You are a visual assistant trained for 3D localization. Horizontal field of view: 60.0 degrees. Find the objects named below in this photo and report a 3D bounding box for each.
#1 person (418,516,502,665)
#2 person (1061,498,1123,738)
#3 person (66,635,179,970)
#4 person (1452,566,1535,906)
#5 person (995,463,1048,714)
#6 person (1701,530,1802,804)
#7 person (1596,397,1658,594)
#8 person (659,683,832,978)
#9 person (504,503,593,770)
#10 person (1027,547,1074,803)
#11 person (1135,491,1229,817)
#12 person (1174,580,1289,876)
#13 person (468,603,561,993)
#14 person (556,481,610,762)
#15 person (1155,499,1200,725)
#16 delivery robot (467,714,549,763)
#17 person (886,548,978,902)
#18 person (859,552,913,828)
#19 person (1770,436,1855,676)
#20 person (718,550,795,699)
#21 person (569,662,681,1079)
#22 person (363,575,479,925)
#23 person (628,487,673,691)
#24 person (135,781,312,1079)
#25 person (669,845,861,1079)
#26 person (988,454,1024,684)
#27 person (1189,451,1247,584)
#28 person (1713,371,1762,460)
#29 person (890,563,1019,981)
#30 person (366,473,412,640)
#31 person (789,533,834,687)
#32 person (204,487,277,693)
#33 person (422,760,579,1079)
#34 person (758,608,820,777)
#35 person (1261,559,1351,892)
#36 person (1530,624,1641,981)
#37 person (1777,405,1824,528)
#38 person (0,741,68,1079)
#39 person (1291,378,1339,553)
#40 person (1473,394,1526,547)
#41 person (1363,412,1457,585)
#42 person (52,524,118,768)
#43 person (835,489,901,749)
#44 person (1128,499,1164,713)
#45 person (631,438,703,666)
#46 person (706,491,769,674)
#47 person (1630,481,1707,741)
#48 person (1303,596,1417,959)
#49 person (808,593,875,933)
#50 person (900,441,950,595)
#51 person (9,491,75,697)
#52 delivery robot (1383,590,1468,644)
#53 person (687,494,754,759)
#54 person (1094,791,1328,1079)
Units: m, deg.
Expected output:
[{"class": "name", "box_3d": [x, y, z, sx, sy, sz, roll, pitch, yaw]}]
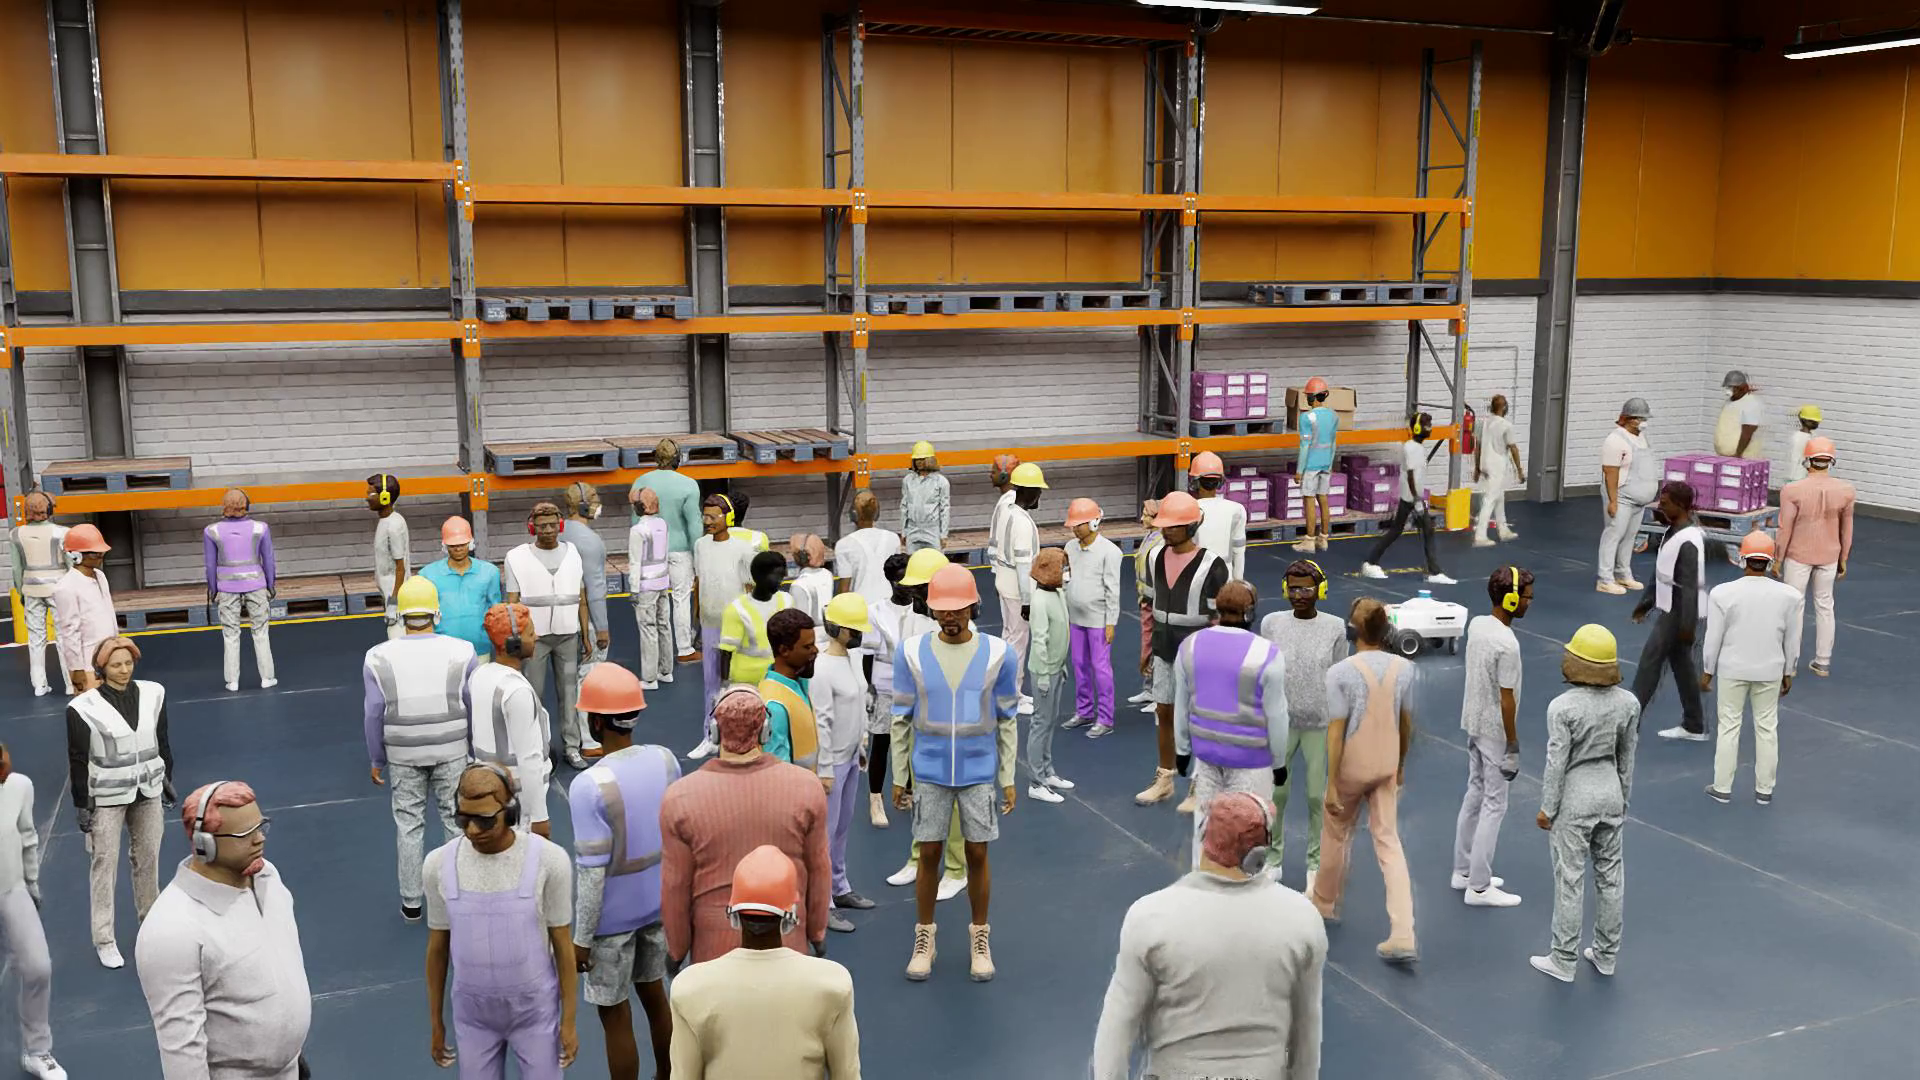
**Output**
[{"class": "person", "box_3d": [-3.345, 0.704, 11.181, 0.561, 1.752, 0.327, -4, 11, -23]}, {"class": "person", "box_3d": [0.924, 0.554, 12.102, 0.354, 1.737, 0.573, -8, 13, -39]}, {"class": "person", "box_3d": [-4.131, 1.274, 8.233, 0.310, 1.638, 0.523, 6, 12, 32]}, {"class": "person", "box_3d": [2.871, 1.049, 8.922, 0.344, 1.856, 0.525, -1, 10, -7]}, {"class": "person", "box_3d": [0.470, 0.368, 12.650, 0.397, 1.920, 0.587, -1, 10, -8]}, {"class": "person", "box_3d": [5.012, 0.809, 10.576, 0.562, 1.752, 0.327, 2, 10, 11]}, {"class": "person", "box_3d": [6.887, -0.466, 17.100, 0.684, 2.000, 0.536, -9, 13, -42]}, {"class": "person", "box_3d": [-0.803, 1.478, 6.283, 0.636, 1.911, 0.404, -2, 10, -13]}, {"class": "person", "box_3d": [-2.763, 0.655, 11.198, 0.565, 1.846, 0.389, -6, 11, -30]}, {"class": "person", "box_3d": [0.582, 0.850, 10.691, 0.285, 1.633, 0.497, 3, 10, 17]}, {"class": "person", "box_3d": [1.362, 0.705, 10.352, 0.612, 2.039, 0.392, 9, 14, 43]}, {"class": "person", "box_3d": [1.412, 1.110, 8.637, 0.638, 1.829, 0.429, 9, 13, 42]}, {"class": "person", "box_3d": [-2.087, 1.224, 7.819, 0.355, 1.883, 0.574, -8, 12, -38]}, {"class": "person", "box_3d": [-2.604, 0.556, 11.499, 0.371, 1.941, 0.627, -8, 13, -38]}, {"class": "person", "box_3d": [1.631, 0.533, 12.243, 0.323, 1.731, 0.489, 5, 11, 25]}, {"class": "delivery robot", "box_3d": [-3.110, 1.280, 11.047, 0.707, 0.478, 0.477, -6, 11, -30]}, {"class": "person", "box_3d": [-0.145, 0.991, 9.028, 0.386, 1.927, 0.589, -9, 14, -43]}, {"class": "person", "box_3d": [-0.361, 0.908, 10.173, 0.540, 1.695, 0.317, -5, 11, -27]}, {"class": "person", "box_3d": [7.028, 0.138, 13.750, 0.625, 1.992, 0.388, 0, 10, 2]}, {"class": "person", "box_3d": [-1.234, 0.892, 10.372, 0.593, 1.656, 0.747, -7, 12, -36]}, {"class": "person", "box_3d": [-1.329, 1.428, 6.483, 0.362, 1.935, 0.553, 5, 11, 29]}, {"class": "person", "box_3d": [-2.787, 1.094, 8.706, 0.598, 1.830, 0.403, -3, 10, -16]}, {"class": "person", "box_3d": [-2.489, 0.390, 13.344, 0.311, 1.634, 0.518, 3, 10, 18]}, {"class": "person", "box_3d": [-2.219, 1.672, 5.169, 0.410, 1.909, 0.643, 1, 10, 4]}, {"class": "person", "box_3d": [-0.583, 1.773, 5.024, 0.575, 1.749, 0.336, -1, 10, -6]}, {"class": "person", "box_3d": [0.390, 0.239, 13.493, 0.356, 1.883, 0.573, 2, 10, 9]}, {"class": "person", "box_3d": [1.807, 0.362, 12.323, 0.608, 2.044, 0.372, -3, 10, -18]}, {"class": "person", "box_3d": [9.790, -1.168, 21.144, 0.918, 2.000, 0.698, -2, 10, -10]}, {"class": "person", "box_3d": [-0.028, 1.115, 7.983, 0.614, 2.042, 0.373, 0, 10, 2]}, {"class": "person", "box_3d": [-4.251, 0.431, 12.417, 0.328, 1.874, 0.521, -4, 11, -22]}, {"class": "person", "box_3d": [-0.998, 0.760, 11.179, 0.310, 1.643, 0.522, 3, 10, 19]}, {"class": "person", "box_3d": [-5.723, 0.400, 13.260, 0.515, 1.641, 0.308, -4, 10, -20]}, {"class": "person", "box_3d": [-1.552, 1.624, 5.662, 0.518, 1.836, 0.346, 0, 10, 0]}, {"class": "person", "box_3d": [-0.796, 1.248, 7.577, 0.377, 1.917, 0.600, 0, 10, -2]}, {"class": "person", "box_3d": [1.853, 1.017, 9.048, 0.535, 1.869, 0.312, 4, 10, 20]}, {"class": "person", "box_3d": [3.009, 1.258, 8.016, 0.484, 1.746, 0.288, -3, 10, -15]}, {"class": "person", "box_3d": [9.831, -0.717, 19.408, 0.410, 1.738, 0.558, 9, 14, 43]}, {"class": "person", "box_3d": [-4.027, 1.528, 6.883, 0.612, 1.596, 0.514, 6, 12, 32]}, {"class": "person", "box_3d": [4.128, -0.869, 19.414, 0.609, 2.043, 0.376, -8, 13, -38]}, {"class": "person", "box_3d": [6.475, -0.827, 19.840, 0.868, 1.800, 0.553, -4, 11, -21]}, {"class": "person", "box_3d": [4.781, -0.449, 17.678, 0.991, 1.830, 0.507, 8, 13, 39]}, {"class": "person", "box_3d": [-5.658, 0.758, 10.869, 0.330, 1.750, 0.572, -1, 10, -5]}, {"class": "person", "box_3d": [-0.656, 0.558, 11.760, 0.505, 1.847, 0.347, -6, 11, -30]}, {"class": "person", "box_3d": [1.491, 0.496, 12.710, 0.308, 1.641, 0.514, -2, 10, -11]}, {"class": "person", "box_3d": [-2.466, 0.104, 14.105, 0.634, 1.937, 0.355, 3, 10, 17]}, {"class": "person", "box_3d": [-1.695, 0.471, 12.689, 0.531, 1.697, 0.322, 0, 10, 0]}, {"class": "person", "box_3d": [4.974, 0.517, 11.900, 0.843, 1.886, 0.603, 3, 10, 17]}, {"class": "person", "box_3d": [2.064, 1.172, 8.375, 0.526, 1.803, 0.970, -3, 10, -16]}, {"class": "person", "box_3d": [-0.611, 1.138, 8.670, 0.328, 1.760, 0.523, 3, 10, 18]}, {"class": "person", "box_3d": [-0.340, -0.060, 15.618, 0.492, 1.743, 0.295, 4, 11, 20]}, {"class": "person", "box_3d": [-7.168, 0.431, 13.085, 0.512, 1.641, 0.307, 0, 10, -3]}, {"class": "delivery robot", "box_3d": [4.042, 0.681, 14.496, 0.707, 0.478, 0.477, -2, 10, -9]}, {"class": "person", "box_3d": [-1.645, 0.604, 11.427, 0.508, 1.872, 0.329, 5, 11, 25]}, {"class": "person", "box_3d": [0.731, 1.702, 5.143, 0.783, 1.877, 0.439, -2, 10, -11]}]
